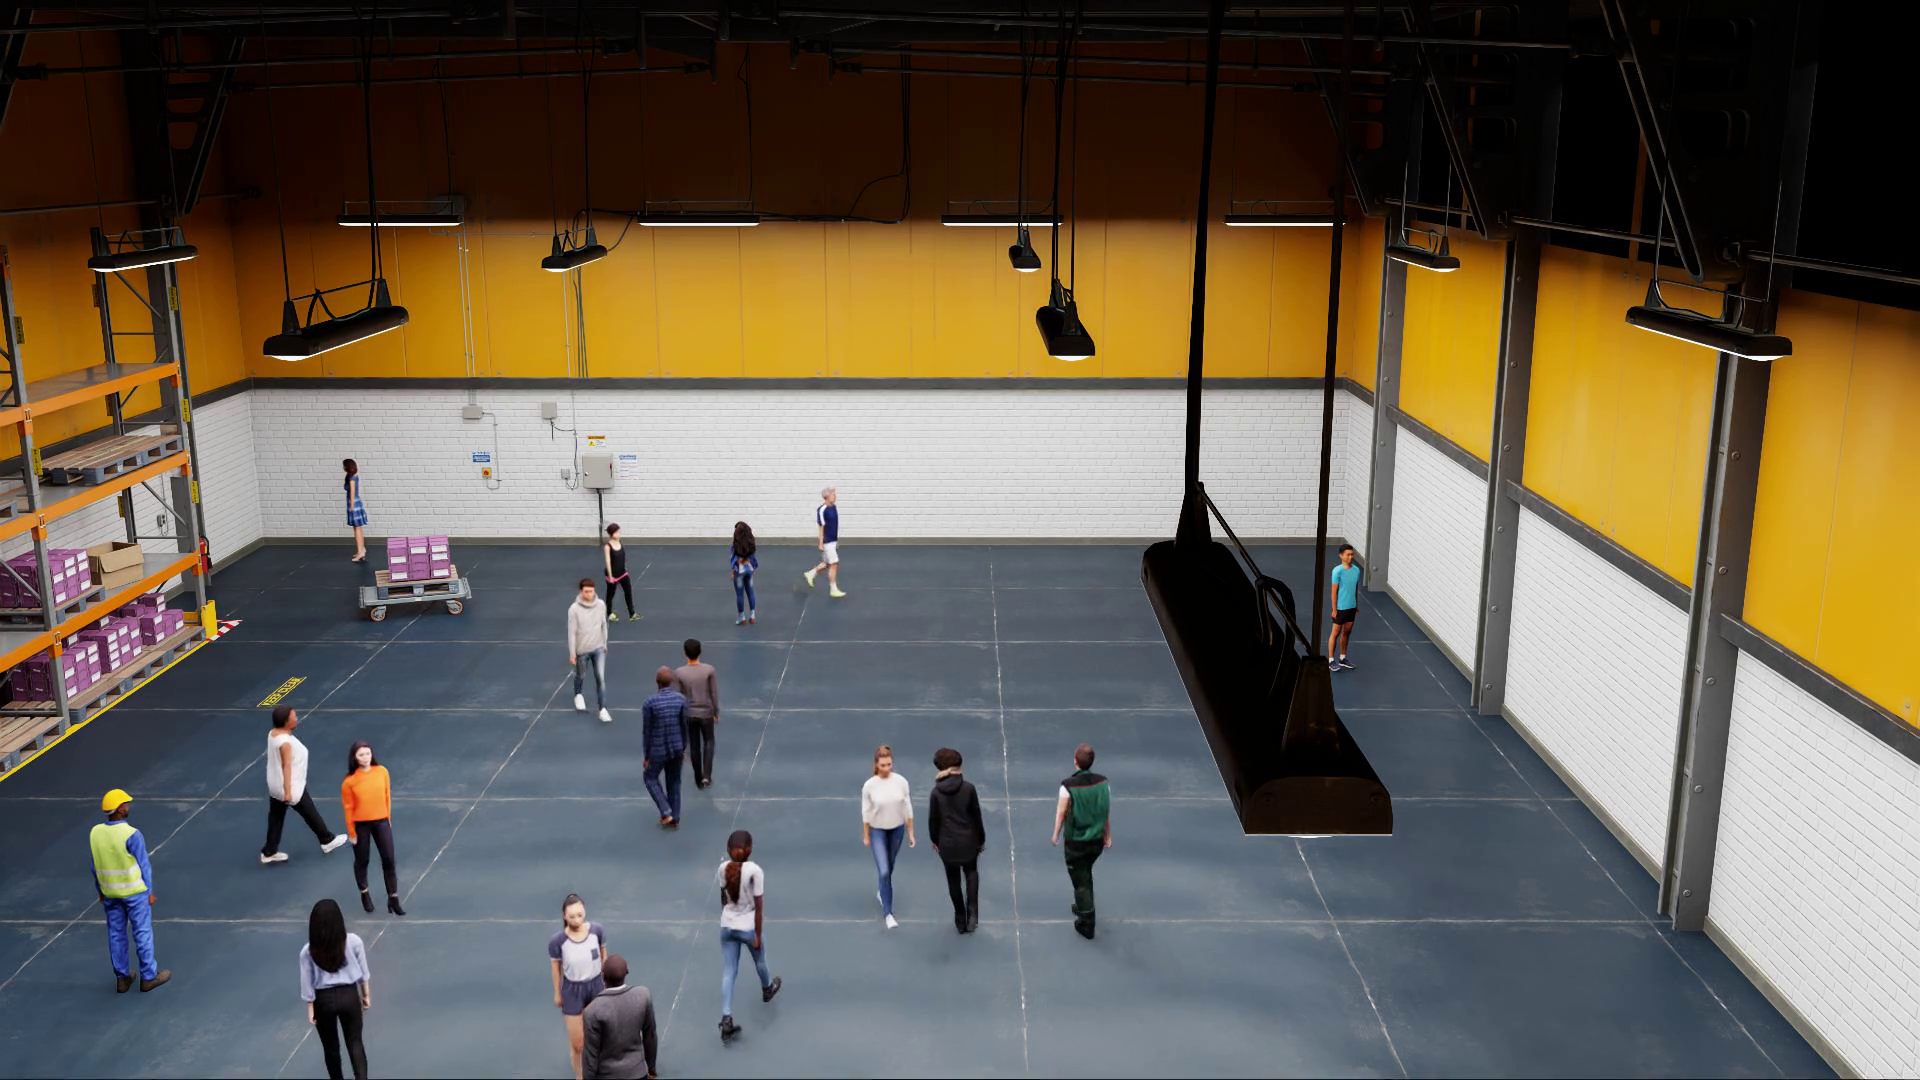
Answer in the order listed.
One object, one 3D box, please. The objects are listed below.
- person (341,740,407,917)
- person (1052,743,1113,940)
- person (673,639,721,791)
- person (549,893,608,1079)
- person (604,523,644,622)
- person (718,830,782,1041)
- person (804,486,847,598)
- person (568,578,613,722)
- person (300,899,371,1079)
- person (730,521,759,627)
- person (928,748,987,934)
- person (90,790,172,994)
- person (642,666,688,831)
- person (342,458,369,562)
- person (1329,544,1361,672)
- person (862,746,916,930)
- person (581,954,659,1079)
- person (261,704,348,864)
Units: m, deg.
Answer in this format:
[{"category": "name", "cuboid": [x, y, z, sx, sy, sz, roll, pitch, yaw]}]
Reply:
[{"category": "person", "cuboid": [-5.665, 2.712, 15.840, 0.905, 1.729, 0.982, -12, 18, -40]}, {"category": "person", "cuboid": [1.175, 2.791, 15.319, 0.833, 1.820, 0.930, -7, 15, -26]}, {"category": "person", "cuboid": [-2.955, 1.993, 18.741, 0.727, 1.761, 0.690, -2, 14, -7]}, {"category": "person", "cuboid": [-2.941, 3.484, 12.851, 0.796, 1.635, 0.884, -8, 16, -29]}, {"category": "person", "cuboid": [-5.311, 0.500, 25.395, 0.899, 1.531, 0.894, 9, 16, 32]}, {"category": "person", "cuboid": [-1.838, 3.267, 13.676, 0.871, 1.669, 1.234, 5, 14, 19]}, {"category": "person", "cuboid": [-2.189, 0.025, 26.754, 0.926, 1.816, 1.056, 5, 15, 20]}, {"category": "person", "cuboid": [-4.768, 1.372, 21.209, 1.133, 1.806, 1.354, -8, 16, -30]}, {"category": "person", "cuboid": [-4.644, 3.535, 12.436, 0.928, 1.731, 1.081, -8, 16, -28]}, {"category": "person", "cuboid": [-3.291, 0.493, 25.238, 0.706, 1.618, 0.737, -10, 17, -35]}, {"category": "person", "cuboid": [-0.019, 2.821, 15.355, 0.714, 1.745, 0.688, 0, 14, -1]}, {"category": "person", "cuboid": [-7.224, 3.026, 14.371, 0.676, 1.810, 0.604, 1, 14, 5]}, {"category": "person", "cuboid": [-3.089, 2.240, 17.624, 0.819, 1.806, 0.854, -9, 16, -33]}, {"category": "person", "cuboid": [-10.610, -0.540, 29.108, 0.799, 1.805, 0.625, -4, 14, -17]}, {"category": "person", "cuboid": [5.329, 0.926, 23.119, 0.691, 1.775, 0.683, -7, 16, -28]}, {"category": "person", "cuboid": [-0.709, 2.764, 15.746, 0.852, 1.672, 1.179, -5, 14, -18]}, {"category": "person", "cuboid": [-2.346, 3.712, 11.522, 0.805, 1.818, 0.816, -9, 16, -34]}, {"category": "person", "cuboid": [-6.874, 2.502, 16.871, 1.127, 1.652, 1.115, -11, 17, -38]}]
